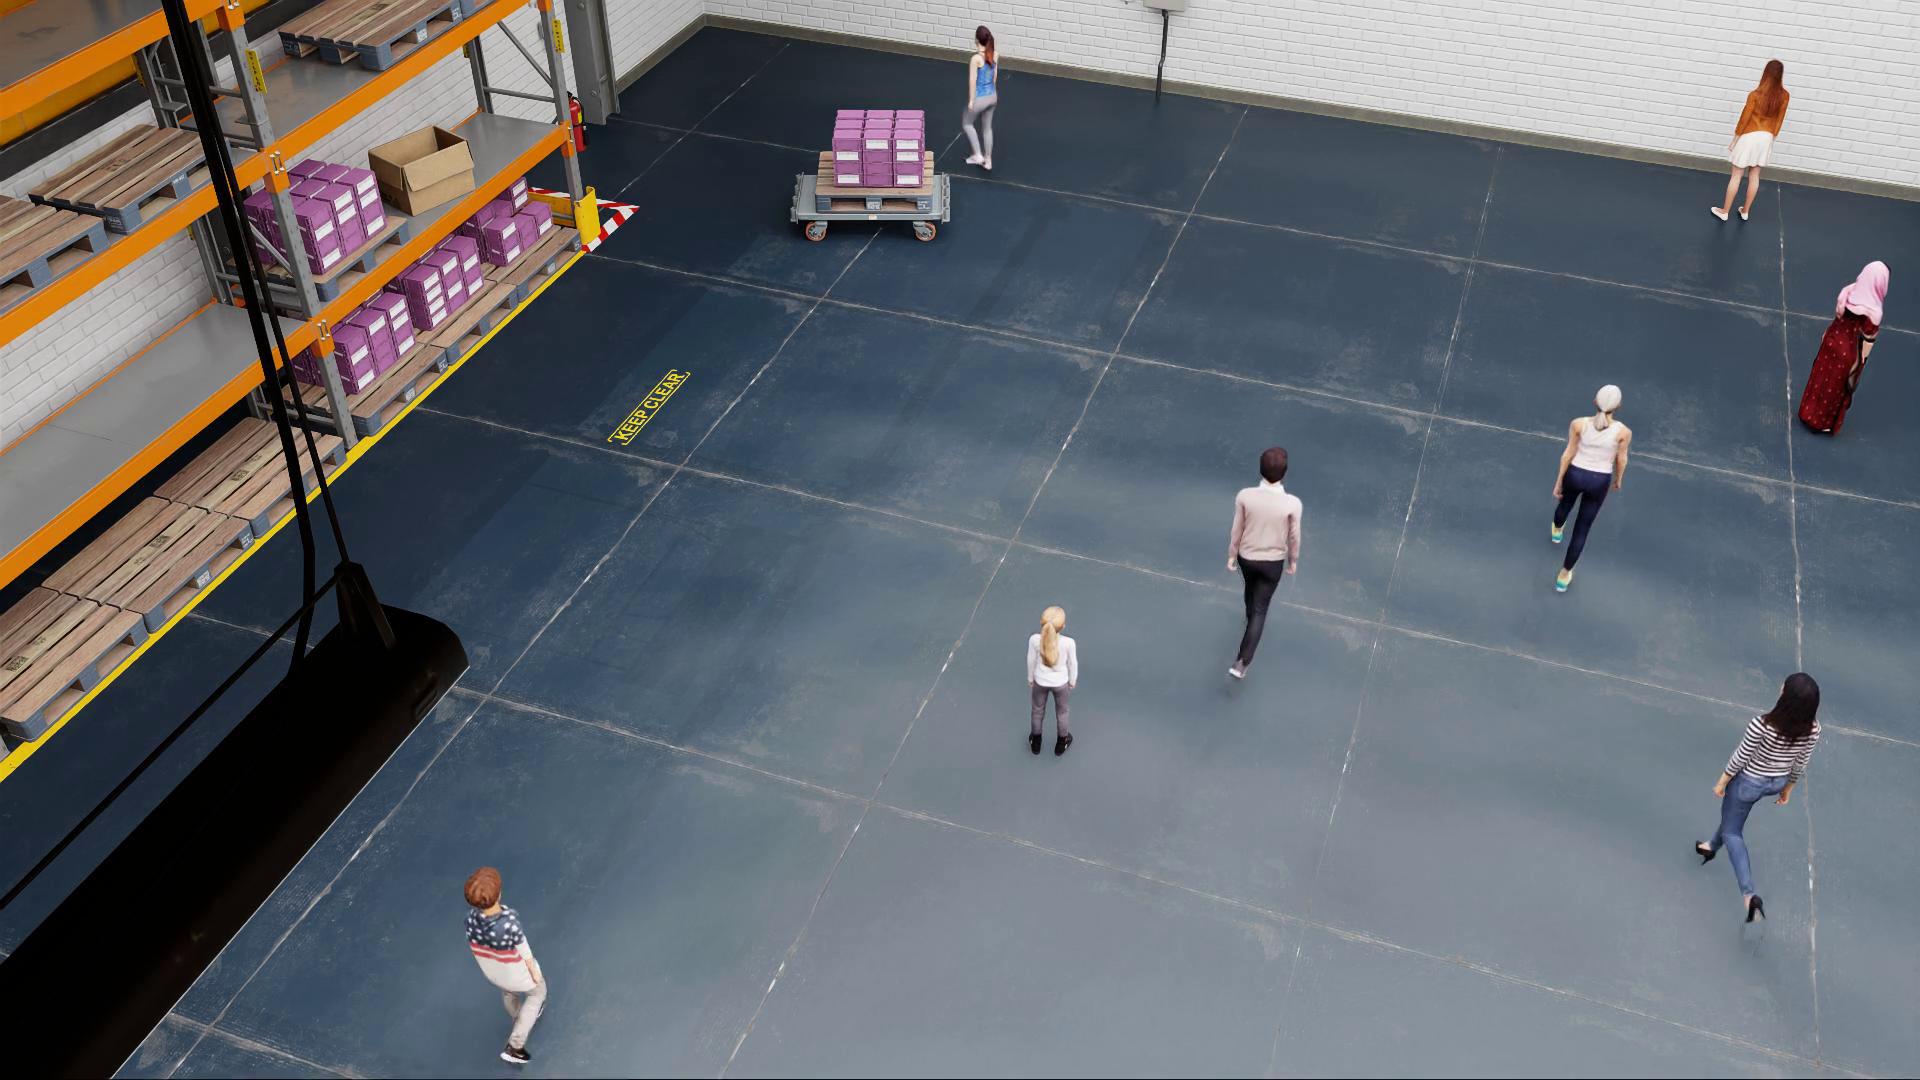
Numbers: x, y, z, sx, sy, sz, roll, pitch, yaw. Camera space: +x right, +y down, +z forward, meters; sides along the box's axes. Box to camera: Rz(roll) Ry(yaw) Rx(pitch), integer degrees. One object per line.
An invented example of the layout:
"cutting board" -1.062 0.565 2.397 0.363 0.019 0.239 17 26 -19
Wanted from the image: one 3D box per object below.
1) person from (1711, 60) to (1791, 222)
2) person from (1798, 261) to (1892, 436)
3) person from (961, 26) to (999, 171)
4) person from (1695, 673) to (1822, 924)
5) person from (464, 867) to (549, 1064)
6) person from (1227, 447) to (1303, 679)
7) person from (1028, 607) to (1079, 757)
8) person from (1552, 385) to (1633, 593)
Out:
"person" 8.256 -4.141 17.271 0.703 1.722 0.689 -1 39 -1
"person" 7.575 -1.656 14.230 0.823 1.633 0.724 -9 39 -11
"person" 0.284 -4.800 18.197 0.673 1.598 0.753 -28 46 -30
"person" 4.848 1.569 10.088 0.888 1.763 1.153 -2 39 -3
"person" -2.552 2.403 9.309 0.554 1.432 0.750 10 40 13
"person" 2.126 0.185 11.810 0.644 1.777 1.171 14 41 17
"person" 0.616 0.951 11.250 0.524 1.279 0.545 6 39 7
"person" 4.722 -0.350 12.571 0.701 1.664 1.101 18 42 21
